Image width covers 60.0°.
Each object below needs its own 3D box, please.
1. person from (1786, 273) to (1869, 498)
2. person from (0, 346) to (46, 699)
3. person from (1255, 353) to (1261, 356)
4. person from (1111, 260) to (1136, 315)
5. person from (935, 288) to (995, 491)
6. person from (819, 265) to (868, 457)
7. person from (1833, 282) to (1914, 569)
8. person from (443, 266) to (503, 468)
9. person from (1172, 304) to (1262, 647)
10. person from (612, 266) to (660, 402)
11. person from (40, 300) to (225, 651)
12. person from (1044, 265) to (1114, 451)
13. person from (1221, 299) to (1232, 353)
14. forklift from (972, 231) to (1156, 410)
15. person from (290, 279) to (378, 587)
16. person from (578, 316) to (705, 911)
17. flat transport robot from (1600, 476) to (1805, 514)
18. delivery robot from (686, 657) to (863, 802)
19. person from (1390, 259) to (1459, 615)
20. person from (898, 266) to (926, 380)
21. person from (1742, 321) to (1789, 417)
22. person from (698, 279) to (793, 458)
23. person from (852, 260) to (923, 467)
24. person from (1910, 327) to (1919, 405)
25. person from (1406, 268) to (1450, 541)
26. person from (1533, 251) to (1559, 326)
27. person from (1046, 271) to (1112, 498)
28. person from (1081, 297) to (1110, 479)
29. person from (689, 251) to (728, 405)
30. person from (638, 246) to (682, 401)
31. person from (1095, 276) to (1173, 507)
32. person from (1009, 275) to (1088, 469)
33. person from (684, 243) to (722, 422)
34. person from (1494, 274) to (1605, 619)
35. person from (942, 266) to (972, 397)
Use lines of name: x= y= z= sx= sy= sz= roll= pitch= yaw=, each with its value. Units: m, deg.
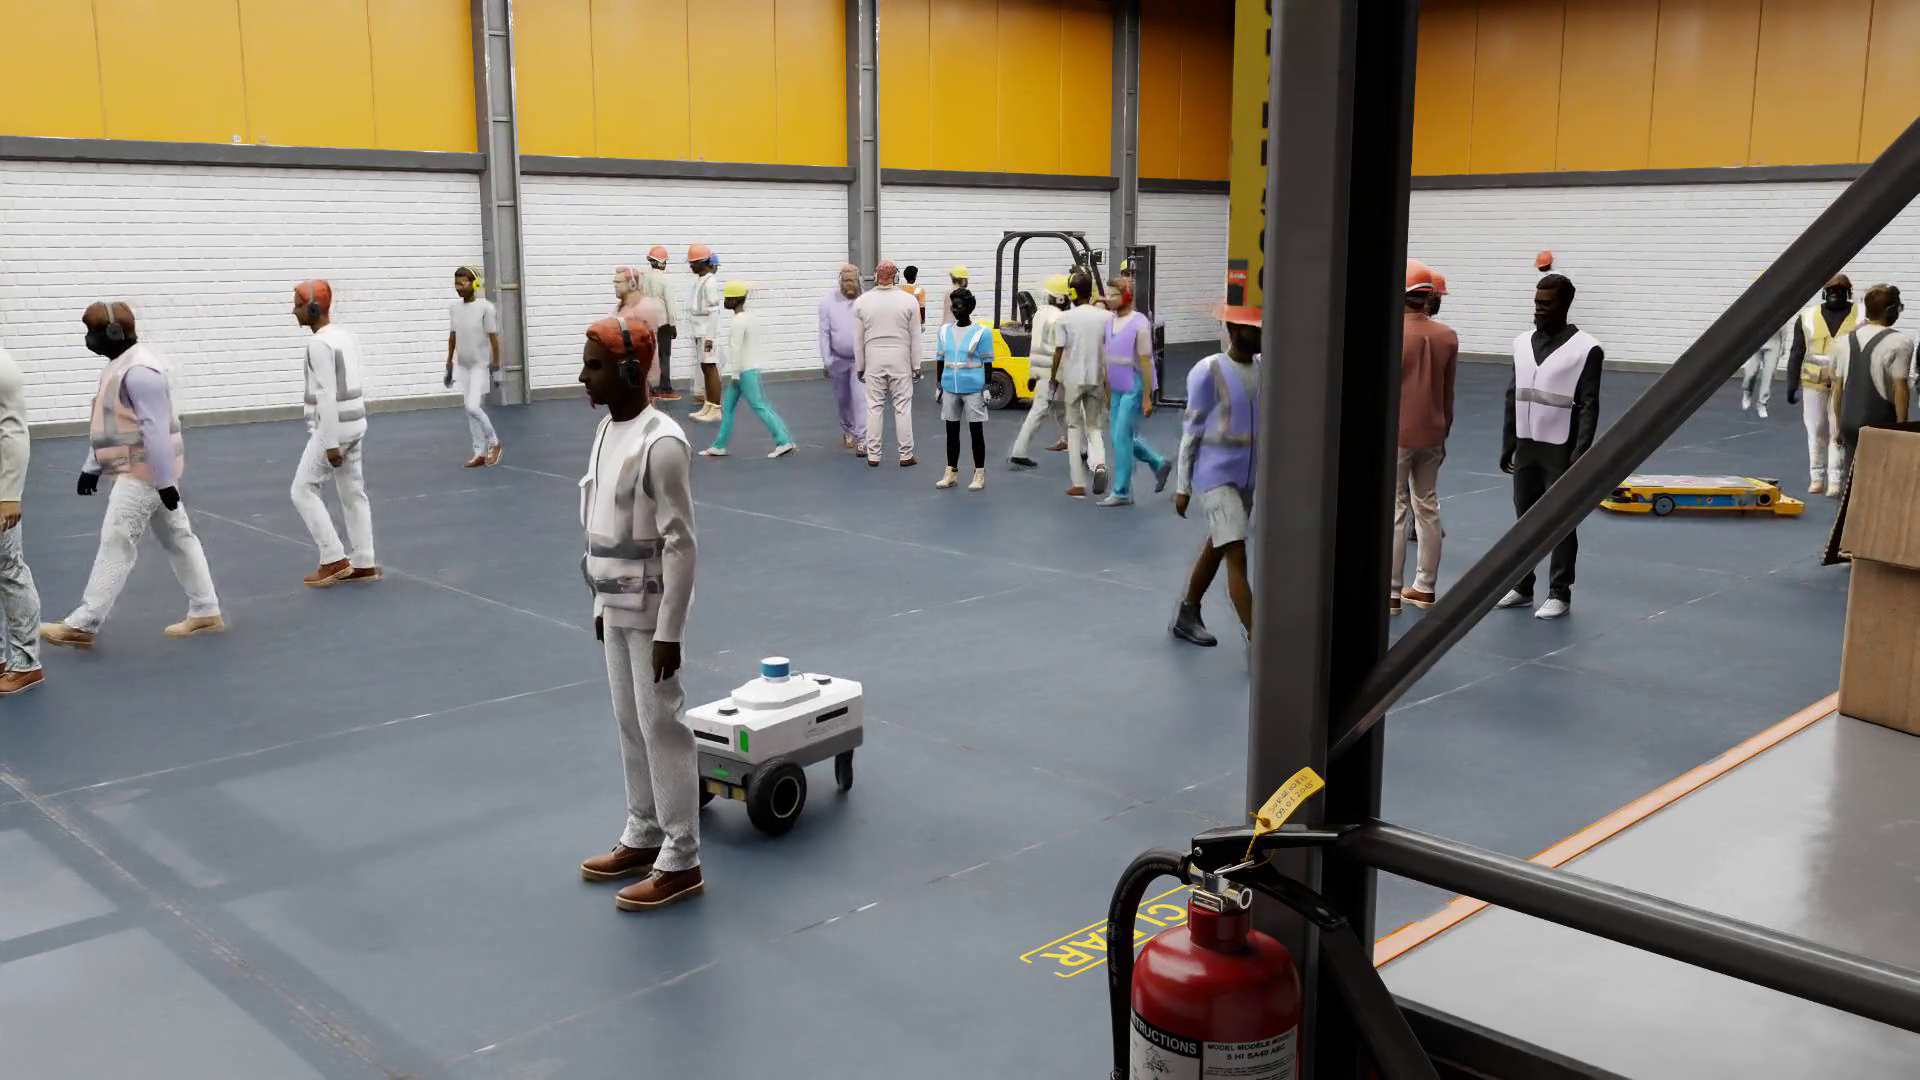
person: x=7.102 y=-1.256 z=13.606 sx=0.652 sy=1.815 sz=0.715 roll=7 pitch=12 yaw=33
person: x=-4.546 y=-0.233 z=7.696 sx=0.634 sy=1.936 sz=0.351 roll=6 pitch=12 yaw=29
person: x=2.176 y=-0.869 z=12.067 sx=0.861 sy=1.594 sz=0.527 roll=-7 pitch=13 yaw=-34
person: x=2.474 y=-3.260 z=24.667 sx=0.522 sy=1.769 sz=0.318 roll=-3 pitch=11 yaw=-16
person: x=0.028 y=-1.257 z=13.938 sx=0.541 sy=1.695 sz=0.316 roll=5 pitch=12 yaw=27
person: x=-1.067 y=-1.780 z=16.386 sx=0.636 sy=1.856 sz=0.985 roll=0 pitch=10 yaw=2
person: x=5.781 y=-0.706 z=10.547 sx=0.416 sy=1.835 sz=0.534 roll=-5 pitch=11 yaw=-24
person: x=-4.491 y=-1.572 z=15.267 sx=0.518 sy=1.844 sz=0.405 roll=5 pitch=12 yaw=27
person: x=1.385 y=-0.316 z=8.334 sx=0.553 sy=1.874 sz=1.037 roll=-7 pitch=13 yaw=-34
person: x=-2.889 y=-1.536 z=15.009 sx=0.936 sy=1.872 sz=0.658 roll=-7 pitch=12 yaw=-32
person: x=-4.359 y=-0.332 z=8.625 sx=0.969 sy=1.790 sz=0.632 roll=-6 pitch=12 yaw=-29
person: x=1.267 y=-1.786 z=16.429 sx=0.796 sy=1.845 sz=0.527 roll=-3 pitch=11 yaw=-17
person: x=2.652 y=-1.624 z=15.310 sx=0.382 sy=1.924 sz=0.594 roll=-6 pitch=12 yaw=-28
forklift: x=1.222 y=-2.721 z=20.561 sx=2.313 sy=2.155 sz=1.214 roll=2 pitch=11 yaw=13
person: x=-3.851 y=-0.638 z=10.116 sx=0.540 sy=1.866 sz=0.595 roll=0 pitch=10 yaw=-2
person: x=-1.024 y=0.233 z=5.305 sx=0.337 sy=1.880 sz=0.585 roll=-6 pitch=12 yaw=-32
flat transport robot: x=5.703 y=-0.361 z=12.943 sx=1.431 sy=0.197 sz=0.652 roll=1 pitch=10 yaw=5
delivery robot: x=-0.683 y=0.682 z=6.222 sx=0.477 sy=0.478 sz=0.707 roll=8 pitch=13 yaw=36
person: x=2.517 y=-0.575 z=9.403 sx=0.611 sy=1.996 sz=0.378 roll=-5 pitch=12 yaw=-26
person: x=-0.744 y=-3.209 z=24.610 sx=0.532 sy=1.690 sz=0.322 roll=5 pitch=11 yaw=25
person: x=9.502 y=-2.319 z=19.650 sx=0.486 sy=1.731 sz=0.459 roll=3 pitch=11 yaw=16
person: x=-2.048 y=-1.635 z=15.951 sx=0.927 sy=1.719 sz=0.523 roll=0 pitch=10 yaw=0
person: x=-0.659 y=-1.622 z=15.357 sx=0.642 sy=1.909 sz=0.410 roll=1 pitch=10 yaw=5
person: x=8.549 y=-1.451 z=14.318 sx=0.631 sy=1.941 sz=0.450 roll=7 pitch=12 yaw=32
person: x=3.103 y=-0.905 z=11.430 sx=0.747 sy=1.916 sz=0.551 roll=-6 pitch=12 yaw=-30
person: x=9.173 y=-3.545 z=25.929 sx=0.373 sy=1.886 sz=0.675 roll=9 pitch=14 yaw=41
person: x=1.008 y=-1.245 z=13.468 sx=0.569 sy=1.846 sz=0.496 roll=-3 pitch=11 yaw=-16
person: x=1.230 y=-1.358 z=14.771 sx=0.525 sy=1.598 sz=0.865 roll=-2 pitch=11 yaw=-12
person: x=-3.121 y=-2.645 z=20.851 sx=0.577 sy=1.927 sz=0.635 roll=-3 pitch=11 yaw=-18
person: x=-3.902 y=-2.804 z=21.557 sx=0.623 sy=1.992 sz=0.396 roll=7 pitch=12 yaw=33
person: x=1.400 y=-1.177 z=13.189 sx=0.684 sy=1.823 sz=0.573 roll=-4 pitch=11 yaw=-22
person: x=0.861 y=-1.531 z=15.227 sx=0.966 sy=1.776 sz=0.601 roll=-3 pitch=11 yaw=-16
person: x=-2.936 y=-2.363 z=19.046 sx=0.393 sy=2.036 sz=0.605 roll=-4 pitch=11 yaw=-20
person: x=3.303 y=-0.525 z=9.343 sx=0.392 sy=1.919 sz=0.593 roll=-7 pitch=12 yaw=-32
person: x=-0.068 y=-2.653 z=21.444 sx=0.450 sy=1.737 sz=0.534 roll=-4 pitch=11 yaw=-21
